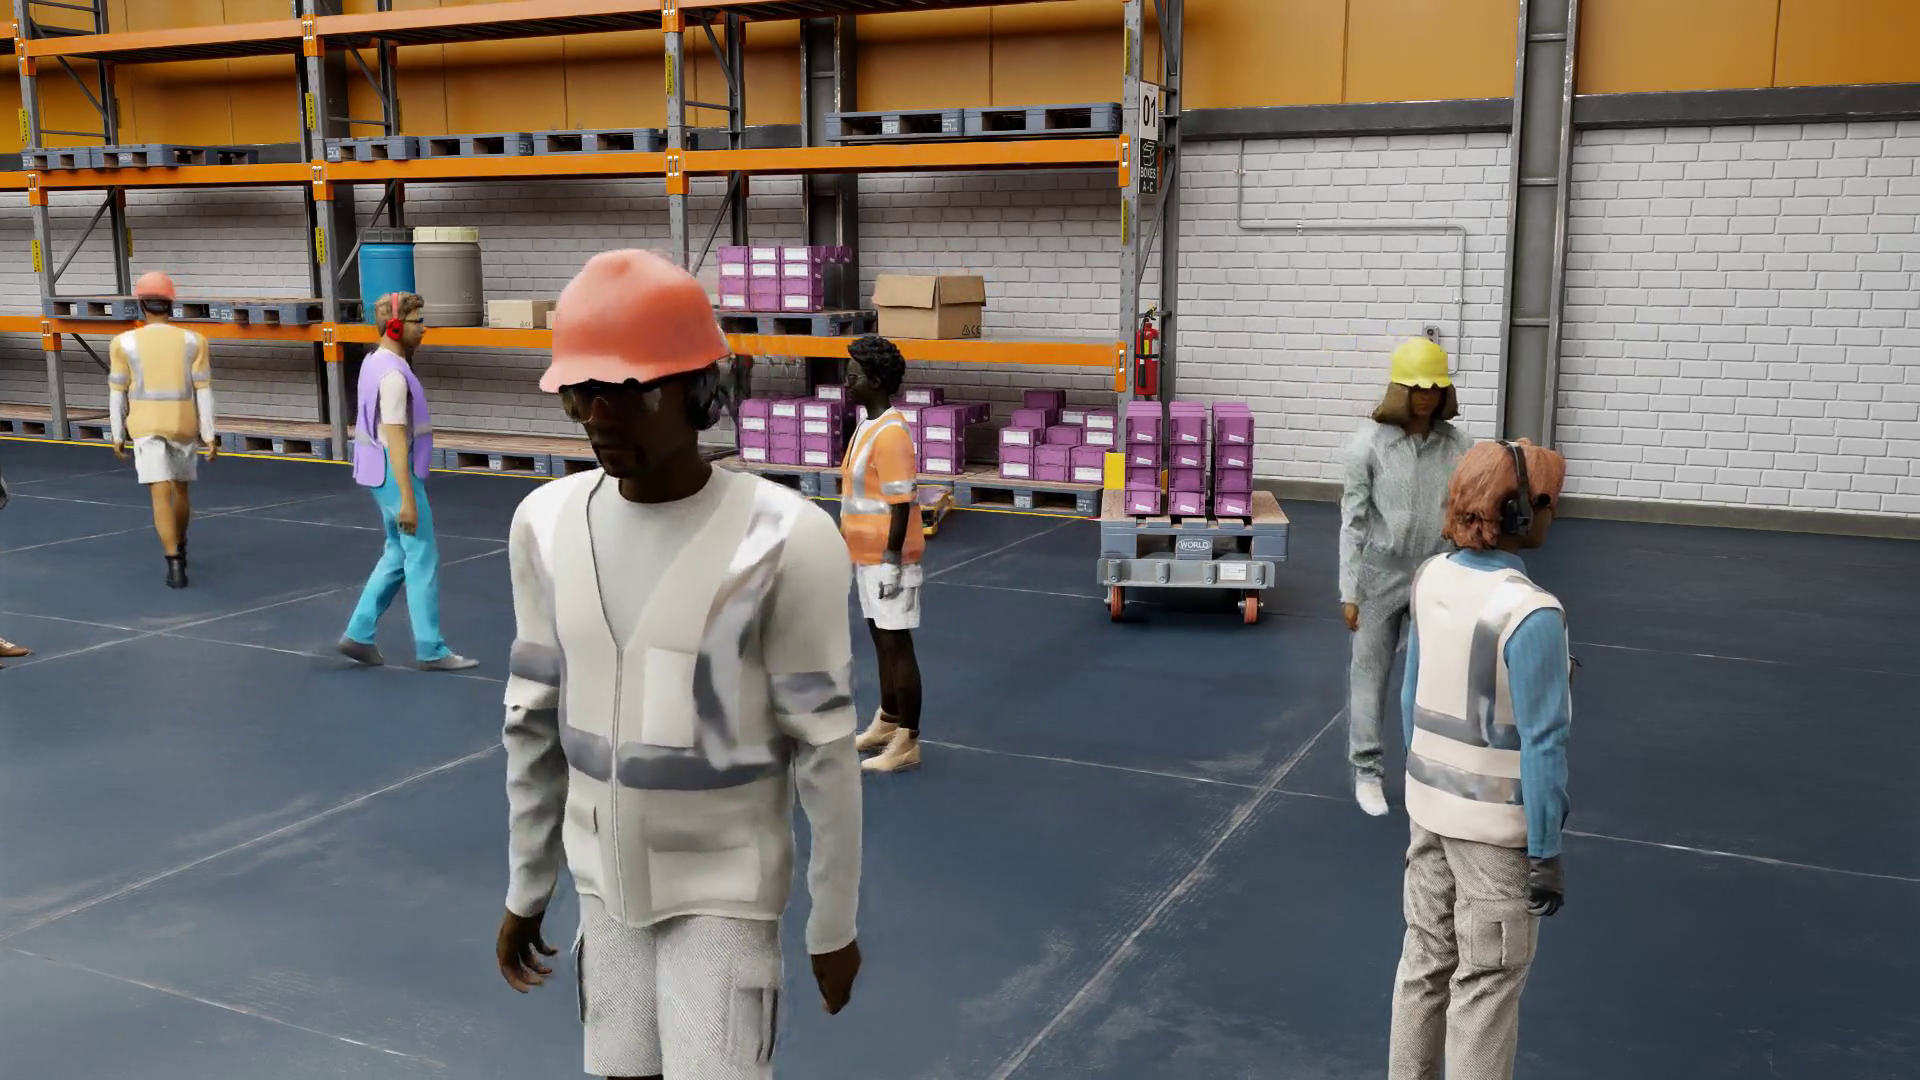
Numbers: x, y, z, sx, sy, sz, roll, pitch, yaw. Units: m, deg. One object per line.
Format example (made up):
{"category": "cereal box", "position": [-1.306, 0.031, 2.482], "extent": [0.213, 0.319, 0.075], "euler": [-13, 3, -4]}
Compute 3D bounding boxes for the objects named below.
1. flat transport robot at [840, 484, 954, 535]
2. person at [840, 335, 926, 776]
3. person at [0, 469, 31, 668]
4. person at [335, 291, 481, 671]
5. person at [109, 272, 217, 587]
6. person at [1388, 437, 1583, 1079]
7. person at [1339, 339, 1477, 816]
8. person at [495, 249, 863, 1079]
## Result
{"category": "flat transport robot", "position": [-0.442, -0.245, 12.276], "extent": [0.652, 0.197, 1.431], "euler": [1, 10, 6]}
{"category": "person", "position": [-0.304, 0.059, 6.457], "extent": [0.320, 1.695, 0.537], "euler": [-2, 10, -14]}
{"category": "person", "position": [-4.806, -0.300, 8.054], "extent": [0.320, 1.863, 0.525], "euler": [0, 10, 0]}
{"category": "person", "position": [-2.693, -0.257, 7.958], "extent": [0.551, 1.857, 0.600], "euler": [-5, 11, -26]}
{"category": "person", "position": [-4.901, -0.692, 10.226], "extent": [0.561, 1.884, 0.980], "euler": [-6, 12, -31]}
{"category": "person", "position": [1.099, 0.602, 3.513], "extent": [0.307, 1.639, 0.525], "euler": [-3, 10, -14]}
{"category": "person", "position": [1.571, 0.179, 5.719], "extent": [0.518, 1.710, 0.803], "euler": [-1, 10, -7]}
{"category": "person", "position": [-0.461, 0.552, 2.712], "extent": [0.613, 2.024, 0.499], "euler": [5, 11, 27]}
